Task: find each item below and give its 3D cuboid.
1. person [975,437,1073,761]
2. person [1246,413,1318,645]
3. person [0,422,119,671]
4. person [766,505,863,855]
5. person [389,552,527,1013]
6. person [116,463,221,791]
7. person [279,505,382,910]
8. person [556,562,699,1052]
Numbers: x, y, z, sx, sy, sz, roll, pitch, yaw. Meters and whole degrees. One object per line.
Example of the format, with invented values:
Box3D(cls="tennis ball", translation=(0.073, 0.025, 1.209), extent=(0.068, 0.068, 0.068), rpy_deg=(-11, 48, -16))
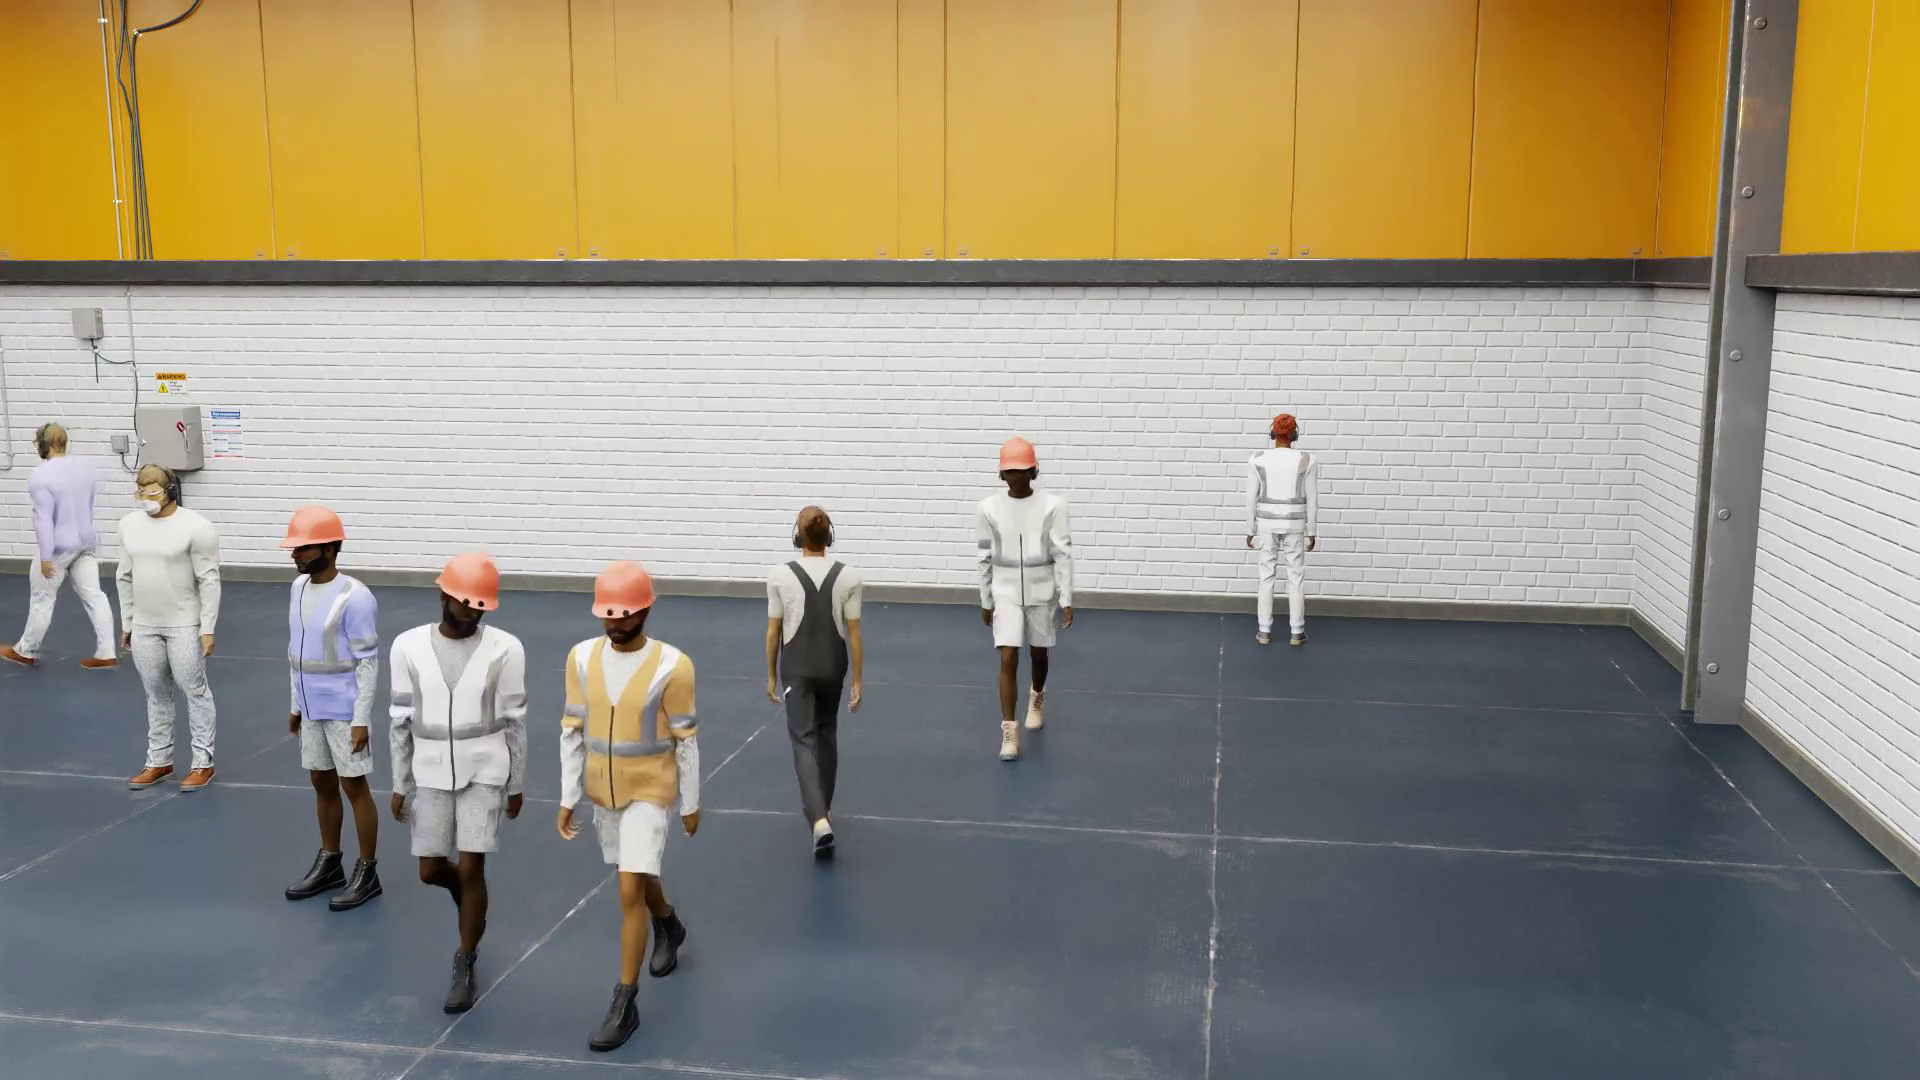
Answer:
Box3D(cls="person", translation=(0.412, 0.327, 10.628), extent=(0.629, 2.006, 1.015), rpy_deg=(1, 9, 5))
Box3D(cls="person", translation=(2.610, -0.085, 13.509), extent=(0.575, 1.882, 0.361), rpy_deg=(3, 10, 15))
Box3D(cls="person", translation=(-6.854, 0.061, 12.568), extent=(0.984, 1.891, 0.653), rpy_deg=(2, 10, 15))
Box3D(cls="person", translation=(-0.754, 0.722, 8.781), extent=(0.503, 1.813, 0.909), rpy_deg=(-3, 10, -16))
Box3D(cls="person", translation=(-2.090, 0.961, 6.993), extent=(0.562, 1.903, 0.671), rpy_deg=(-1, 9, -5))
Box3D(cls="person", translation=(-4.615, 0.505, 9.708), extent=(0.627, 1.936, 0.370), rpy_deg=(2, 9, 10))
Box3D(cls="person", translation=(-3.010, 0.793, 7.919), extent=(0.541, 1.939, 0.361), rpy_deg=(6, 11, 31))
Box3D(cls="person", translation=(-1.314, 0.997, 6.818), extent=(0.541, 1.894, 0.967), rpy_deg=(3, 10, 18))
